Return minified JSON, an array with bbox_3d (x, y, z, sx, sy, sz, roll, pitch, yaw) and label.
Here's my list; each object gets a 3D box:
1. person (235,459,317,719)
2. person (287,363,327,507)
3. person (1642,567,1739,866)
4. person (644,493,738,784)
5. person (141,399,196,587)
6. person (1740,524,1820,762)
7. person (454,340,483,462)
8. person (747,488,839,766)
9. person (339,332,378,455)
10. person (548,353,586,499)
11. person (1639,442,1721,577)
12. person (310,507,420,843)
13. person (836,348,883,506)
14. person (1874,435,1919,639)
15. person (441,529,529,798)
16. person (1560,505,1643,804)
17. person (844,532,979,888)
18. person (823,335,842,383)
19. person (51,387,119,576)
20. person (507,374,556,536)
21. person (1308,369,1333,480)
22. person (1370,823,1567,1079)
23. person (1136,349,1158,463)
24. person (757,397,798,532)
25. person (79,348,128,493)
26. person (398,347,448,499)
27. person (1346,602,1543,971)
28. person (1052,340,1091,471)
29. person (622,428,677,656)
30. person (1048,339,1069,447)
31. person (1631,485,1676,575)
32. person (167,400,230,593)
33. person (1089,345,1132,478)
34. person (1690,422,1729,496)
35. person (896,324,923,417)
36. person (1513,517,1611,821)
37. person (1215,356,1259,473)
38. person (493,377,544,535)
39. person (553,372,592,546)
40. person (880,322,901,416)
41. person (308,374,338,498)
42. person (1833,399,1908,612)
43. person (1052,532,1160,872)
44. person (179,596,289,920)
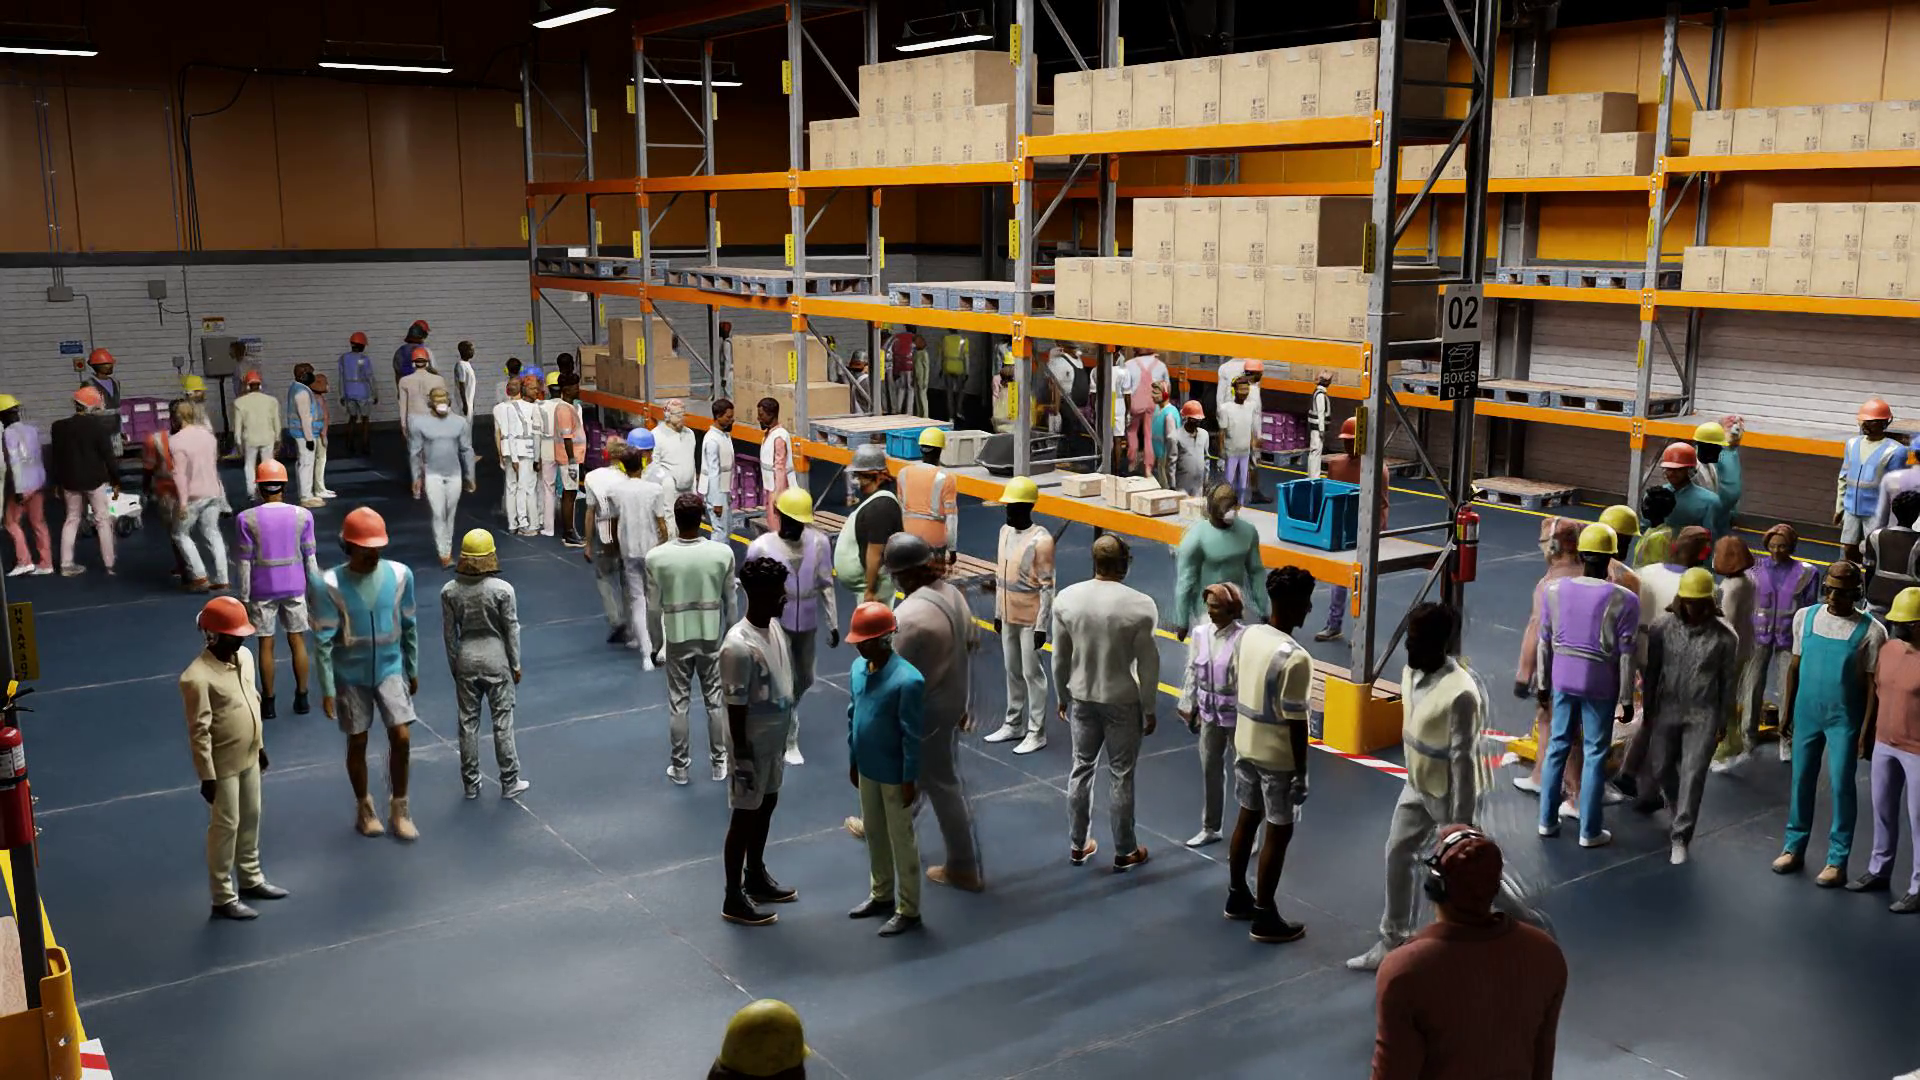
[{"bbox_3d":[-5.047,0.361,12.316,0.549,1.924,0.386,-7,13,-33],"label":"person"},{"bbox_3d":[-8.342,-1.343,21.244,0.429,1.844,0.623,-6,12,-27],"label":"person"},{"bbox_3d":[4.237,0.979,9.673,0.486,1.726,0.612,7,13,32],"label":"person"},{"bbox_3d":[-1.741,0.648,10.851,0.593,1.920,0.392,-3,11,-14],"label":"person"},{"bbox_3d":[-7.893,-0.495,16.774,0.658,1.902,0.969,-8,14,-36],"label":"person"},{"bbox_3d":[5.563,0.690,11.377,0.526,1.632,0.312,6,13,29],"label":"person"},{"bbox_3d":[-7.422,-2.080,25.036,0.355,1.841,0.515,-2,11,-9],"label":"person"},{"bbox_3d":[-1.184,0.542,11.464,0.606,1.891,0.759,-5,12,-25],"label":"person"},{"bbox_3d":[-9.333,-2.266,25.822,0.562,1.907,0.416,4,12,20],"label":"person"},{"bbox_3d":[-5.158,-1.488,21.781,0.591,1.920,0.392,9,14,38],"label":"person"},{"bbox_3d":[5.501,0.235,12.803,0.398,1.989,0.618,-10,15,-41],"label":"person"},{"bbox_3d":[-3.450,0.808,9.757,0.639,2.015,0.708,-8,13,-34],"label":"person"},{"bbox_3d":[-1.245,-1.438,21.209,0.678,2.000,0.537,6,13,28],"label":"person"},{"bbox_3d":[7.957,0.055,13.898,0.606,1.921,0.713,7,13,33],"label":"person"},{"bbox_3d":[-3.025,0.788,10.586,0.486,1.744,0.294,0,11,2],"label":"person"},{"bbox_3d":[4.042,0.727,10.474,0.399,1.912,0.592,-4,12,-20],"label":"person"},{"bbox_3d":[-0.290,0.893,9.284,0.975,2.000,0.686,4,12,21],"label":"person"},{"bbox_3d":[-1.991,-2.251,25.849,0.344,1.860,0.524,-8,14,-37],"label":"person"},{"bbox_3d":[-9.005,-0.585,17.112,0.657,1.946,0.389,-1,11,-3],"label":"person"},{"bbox_3d":[-4.982,-0.985,19.315,0.351,1.880,0.575,9,14,38],"label":"person"},{"bbox_3d":[4.862,-1.488,22.499,0.313,1.640,0.513,2,11,8],"label":"person"},{"bbox_3d":[1.485,1.786,5.057,0.651,1.905,0.403,-4,12,-20],"label":"person"},{"bbox_3d":[2.833,-2.030,25.010,0.347,1.745,0.575,5,12,25],"label":"person"},{"bbox_3d":[-1.840,-0.478,16.654,0.408,1.907,0.598,-3,11,-16],"label":"person"},{"bbox_3d":[-10.705,-1.378,20.887,0.360,2.047,0.615,2,11,11],"label":"person"},{"bbox_3d":[-7.035,-1.533,21.849,0.621,1.986,0.409,-3,12,-17],"label":"person"},{"bbox_3d":[2.420,1.207,8.121,0.926,1.883,0.603,-3,11,-14],"label":"person"},{"bbox_3d":[1.700,-2.038,24.284,0.757,2.000,0.678,5,12,23],"label":"person"},{"bbox_3d":[-2.644,0.008,14.086,0.609,1.939,0.414,9,14,38],"label":"person"},{"bbox_3d":[1.603,-2.431,26.693,0.342,1.883,0.586,-4,12,-21],"label":"person"},{"bbox_3d":[5.212,0.426,12.545,0.317,1.700,0.537,4,12,19],"label":"person"},{"bbox_3d":[-7.472,-0.405,16.252,0.538,1.911,0.693,2,11,12],"label":"person"},{"bbox_3d":[2.109,-1.798,23.242,0.614,1.964,0.361,5,12,23],"label":"person"},{"bbox_3d":[6.466,-0.080,14.577,0.396,1.920,0.587,10,15,41],"label":"person"},{"bbox_3d":[-0.931,-3.097,30.308,0.641,1.817,0.445,7,13,31],"label":"person"},{"bbox_3d":[3.646,0.777,10.297,0.658,1.871,0.800,-9,14,-39],"label":"person"},{"bbox_3d":[3.975,-1.906,23.970,0.639,1.902,0.407,-3,11,-13],"label":"person"},{"bbox_3d":[-5.111,-0.966,19.291,0.567,1.847,0.389,2,11,8],"label":"person"},{"bbox_3d":[-4.381,-0.913,18.716,0.367,1.966,0.603,-3,12,-17],"label":"person"},{"bbox_3d":[-1.331,-3.105,30.299,0.403,1.826,0.593,-9,14,-39],"label":"person"},{"bbox_3d":[-8.425,-1.374,21.933,0.273,1.632,0.501,-5,12,-25],"label":"person"},{"bbox_3d":[8.316,-0.279,15.276,0.372,2.044,0.607,-6,12,-26],"label":"person"},{"bbox_3d":[0.824,0.917,9.427,0.632,1.936,0.359,6,12,26],"label":"person"},{"bbox_3d":[-3.837,1.141,8.789,0.350,1.739,0.574,1,11,6],"label":"person"}]
